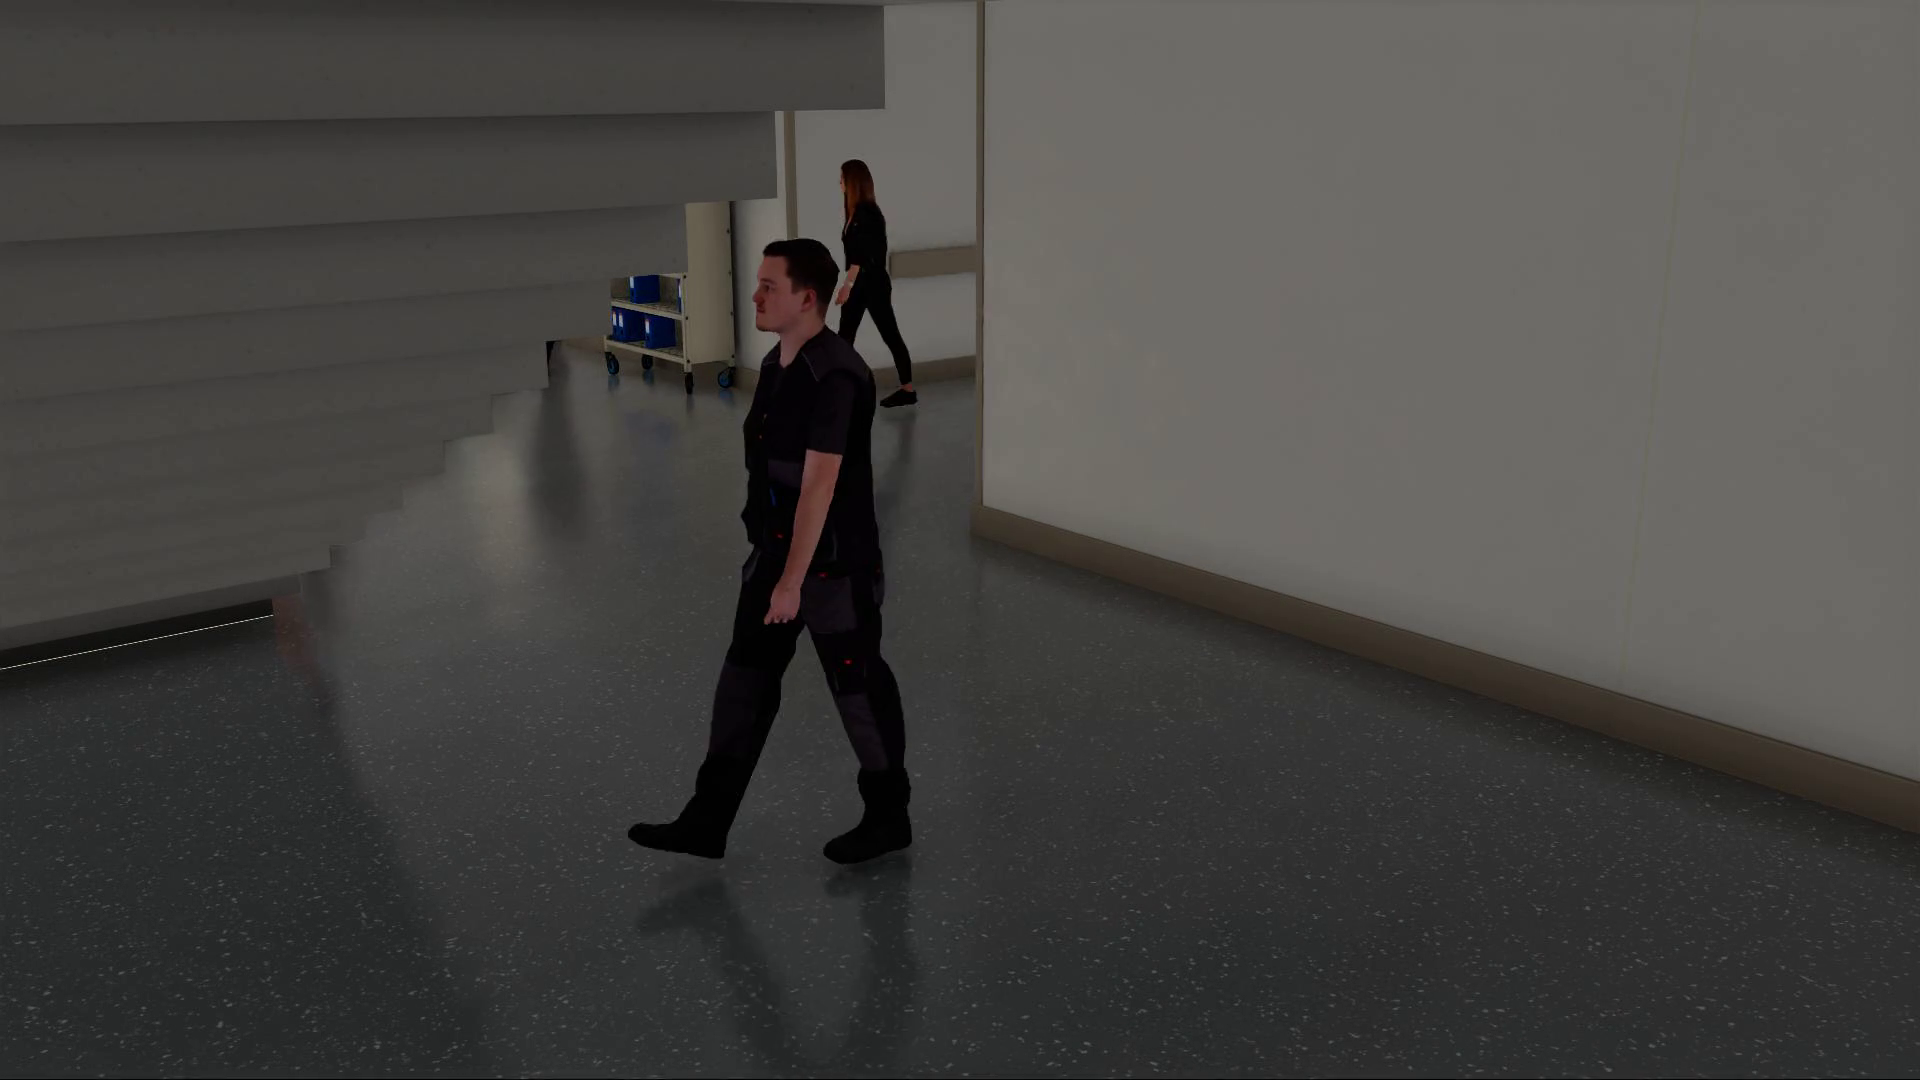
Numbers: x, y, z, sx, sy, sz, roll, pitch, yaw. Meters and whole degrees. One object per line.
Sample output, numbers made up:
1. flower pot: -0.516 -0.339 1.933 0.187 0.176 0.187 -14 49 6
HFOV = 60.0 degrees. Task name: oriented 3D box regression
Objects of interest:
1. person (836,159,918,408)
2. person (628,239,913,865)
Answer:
1. person: -0.518 -1.720 11.398 0.987 1.667 1.100 -5 17 -17
2. person: -0.329 0.079 4.748 0.880 1.813 1.032 -9 18 -30
